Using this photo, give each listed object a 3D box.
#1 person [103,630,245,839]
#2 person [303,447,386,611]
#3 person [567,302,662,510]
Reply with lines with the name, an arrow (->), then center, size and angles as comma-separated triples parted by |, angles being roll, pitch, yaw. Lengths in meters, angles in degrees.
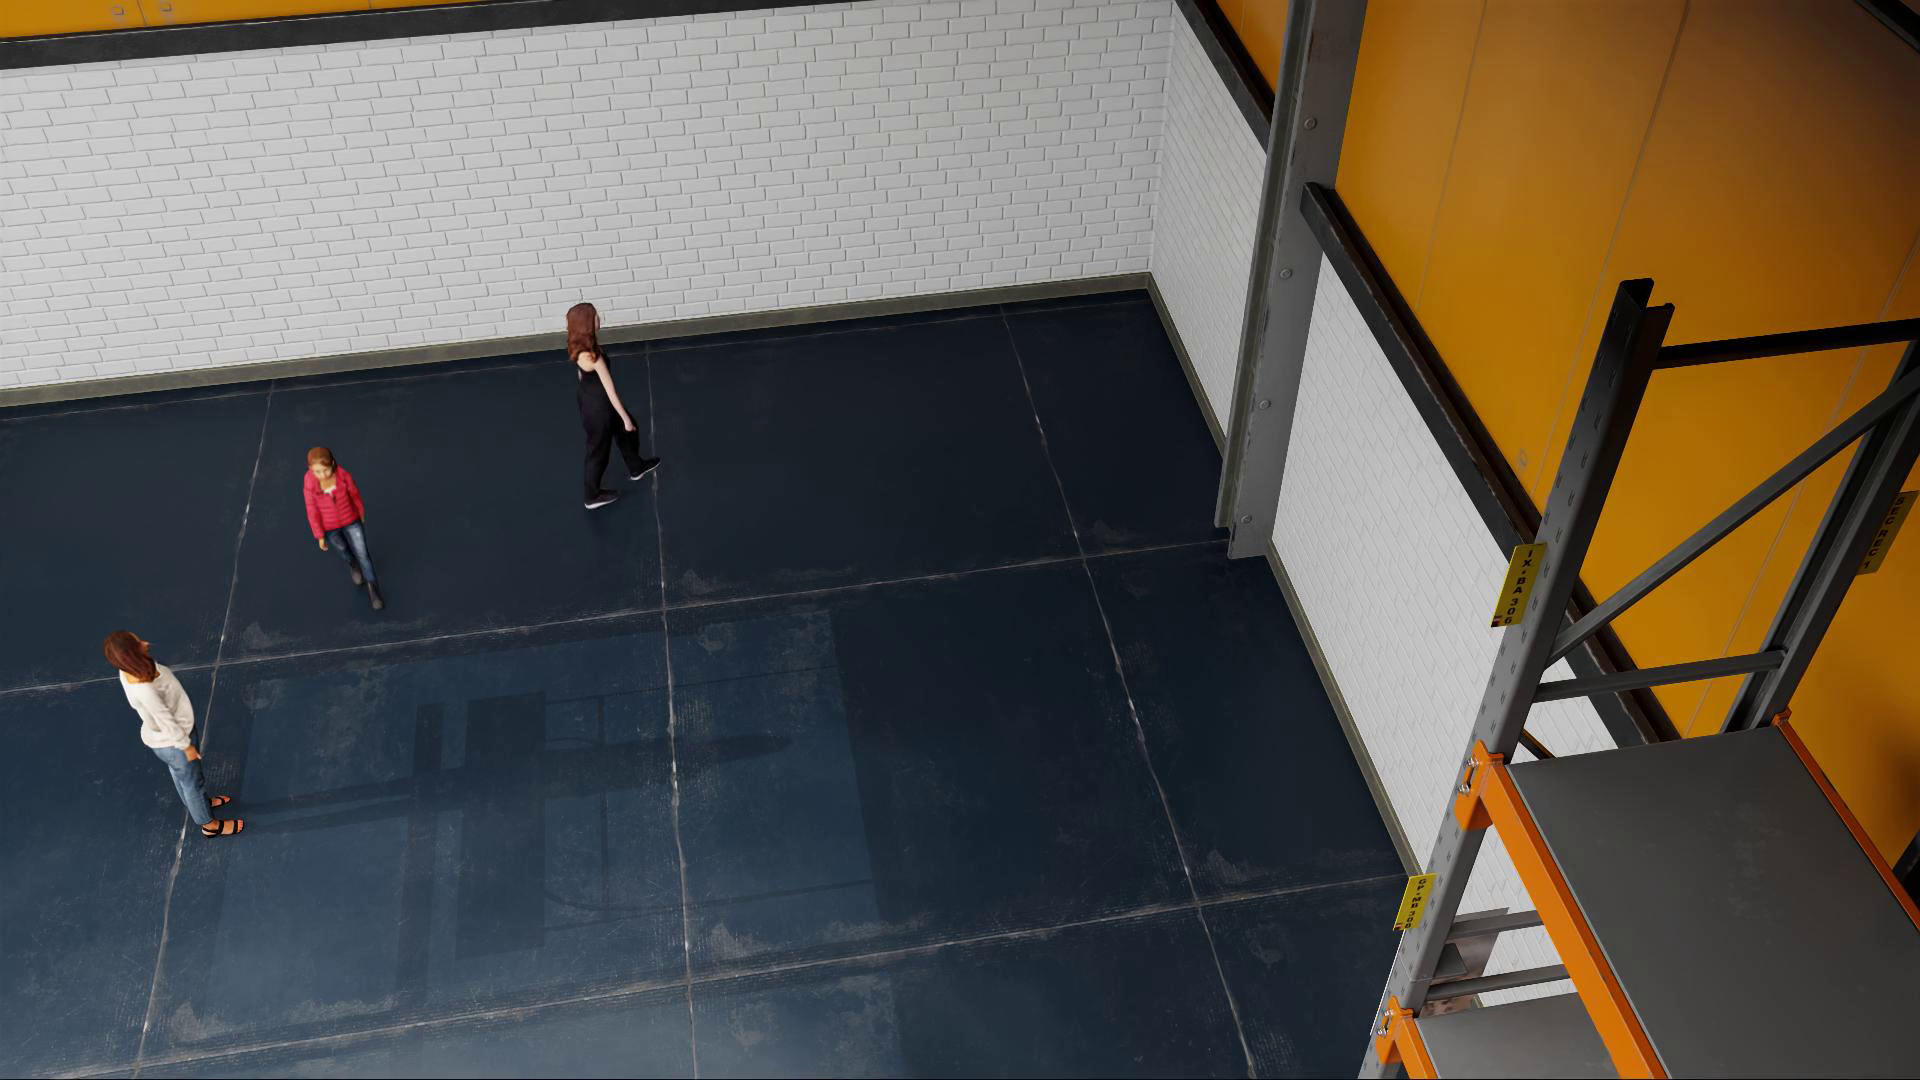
person -> -4.616, 1.129, 9.708 | 0.751, 1.682, 0.629 | -28, 50, -26
person -> -4.242, -0.161, 11.347 | 0.627, 1.289, 0.892 | -15, 46, -16
person -> -2.661, -0.916, 11.824 | 0.861, 1.724, 0.925 | -23, 48, -23
